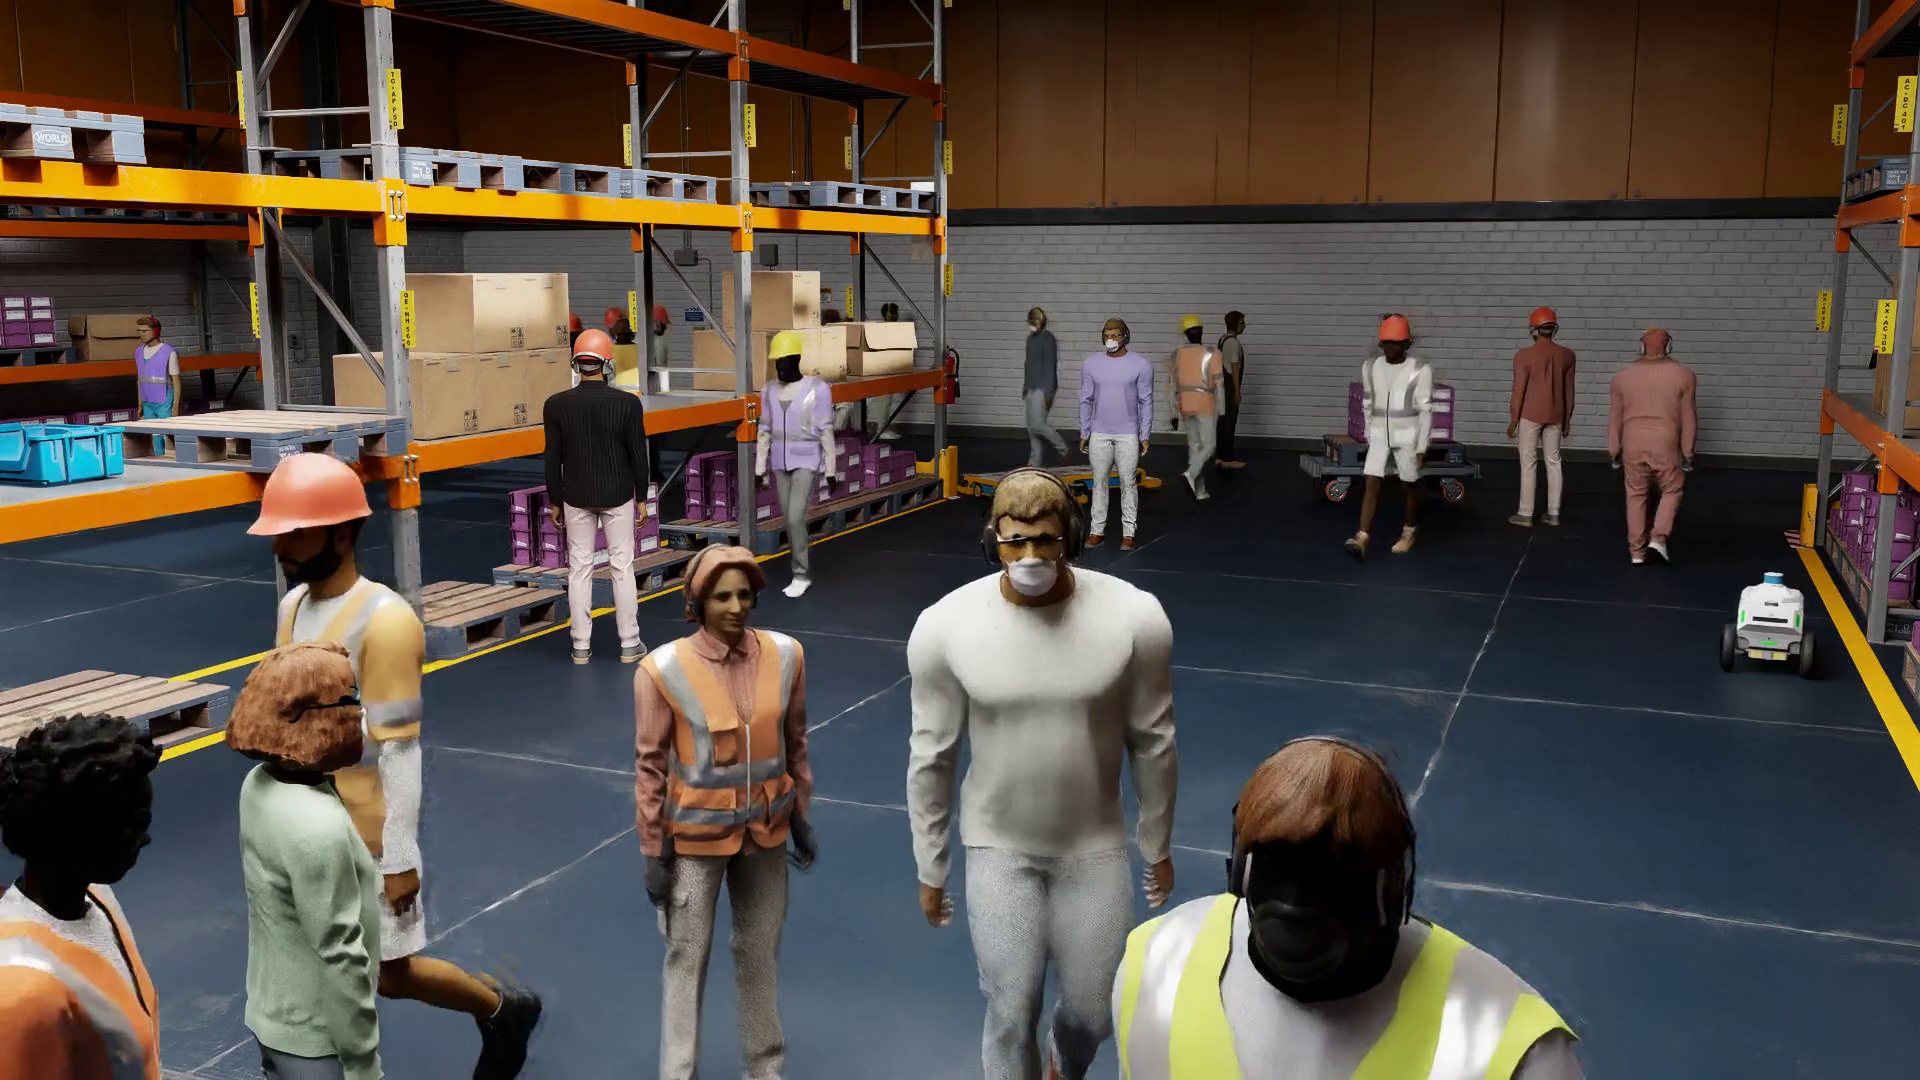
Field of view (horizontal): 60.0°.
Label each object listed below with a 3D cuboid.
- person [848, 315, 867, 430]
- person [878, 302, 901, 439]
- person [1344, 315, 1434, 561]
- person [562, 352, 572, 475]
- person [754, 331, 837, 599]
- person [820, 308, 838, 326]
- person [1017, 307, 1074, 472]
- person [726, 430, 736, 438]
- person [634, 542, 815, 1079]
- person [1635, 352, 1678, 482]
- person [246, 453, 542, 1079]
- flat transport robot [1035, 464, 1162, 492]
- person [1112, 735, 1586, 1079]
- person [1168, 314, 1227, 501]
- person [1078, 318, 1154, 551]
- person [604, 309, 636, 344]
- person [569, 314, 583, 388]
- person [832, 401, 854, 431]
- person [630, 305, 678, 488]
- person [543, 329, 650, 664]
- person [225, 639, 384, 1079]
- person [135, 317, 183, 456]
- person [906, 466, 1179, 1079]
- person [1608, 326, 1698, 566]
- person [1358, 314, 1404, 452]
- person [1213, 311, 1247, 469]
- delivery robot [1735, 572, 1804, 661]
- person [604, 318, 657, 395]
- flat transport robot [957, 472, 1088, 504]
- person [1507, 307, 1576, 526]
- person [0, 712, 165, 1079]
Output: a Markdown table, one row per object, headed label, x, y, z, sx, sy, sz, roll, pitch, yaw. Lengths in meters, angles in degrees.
| label | x | y | z | sx | sy | sz | roll | pitch | yaw |
| --- | --- | --- | --- | --- | --- | --- | --- | --- | --- |
| person | -1.289 | -1.686 | 19.053 | 0.578 | 1.849 | 0.556 | -7 | 11 | -35 |
| person | -0.984 | -2.318 | 22.821 | 0.309 | 1.864 | 0.533 | -1 | 9 | -9 |
| person | 3.476 | -0.806 | 13.335 | 0.628 | 1.964 | 1.155 | 7 | 12 | 36 |
| person | -3.573 | -0.973 | 15.358 | 0.523 | 1.636 | 0.310 | 5 | 11 | 30 |
| person | -1.222 | -0.526 | 11.843 | 0.615 | 1.899 | 0.629 | 5 | 11 | 30 |
| person | -1.548 | -1.928 | 20.497 | 0.579 | 1.858 | 0.866 | 4 | 10 | 25 |
| person | 0.964 | -1.683 | 18.841 | 0.543 | 1.914 | 0.760 | -2 | 10 | -13 |
| person | -3.058 | -2.323 | 22.922 | 0.429 | 1.844 | 0.627 | 0 | 9 | 2 |
| person | -0.634 | 0.816 | 4.515 | 0.522 | 1.637 | 0.309 | -7 | 11 | -35 |
| person | 7.266 | -1.373 | 17.491 | 0.490 | 1.728 | 0.608 | 2 | 10 | 10 |
| person | -1.526 | 0.709 | 4.356 | 0.552 | 1.913 | 0.821 | 7 | 12 | 36 |
| flat transport robot | 1.357 | -0.648 | 17.519 | 1.431 | 0.197 | 0.652 | -6 | 11 | -30 |
| person | 0.405 | 1.138 | 2.056 | 0.630 | 1.805 | 0.907 | 5 | 11 | 27 |
| person | 2.331 | -1.304 | 16.584 | 0.628 | 1.892 | 0.626 | 6 | 11 | 33 |
| person | 1.289 | -0.876 | 13.855 | 0.635 | 1.938 | 0.359 | 3 | 10 | 19 |
| person | -4.072 | -1.828 | 19.881 | 0.578 | 1.848 | 1.066 | 4 | 10 | 21 |
| person | -3.512 | -1.106 | 15.327 | 0.578 | 1.934 | 0.500 | 7 | 12 | 36 |
| person | -1.372 | -1.420 | 18.142 | 0.787 | 1.606 | 0.552 | -7 | 11 | -35 |
| person | -3.316 | -1.475 | 17.441 | 0.743 | 1.966 | 0.629 | -9 | 13 | -44 |
| person | -2.148 | -0.249 | 9.892 | 0.608 | 1.995 | 0.377 | -1 | 9 | -5 |
| person | -1.296 | 1.004 | 3.393 | 0.280 | 1.633 | 0.500 | -7 | 12 | -38 |
| person | -8.341 | -1.405 | 17.353 | 0.572 | 1.840 | 0.374 | 4 | 10 | 24 |
| person | 0.200 | 0.745 | 4.106 | 0.664 | 1.915 | 0.598 | 0 | 9 | 1 |
| person | 5.421 | -0.723 | 13.043 | 0.678 | 1.894 | 0.418 | 7 | 12 | 36 |
| person | 4.926 | -1.658 | 18.996 | 0.975 | 1.811 | 0.506 | 8 | 12 | 40 |
| person | 3.167 | -1.758 | 19.486 | 0.326 | 1.843 | 0.517 | -2 | 10 | -11 |
| delivery robot | 4.787 | 0.435 | 9.815 | 0.477 | 0.478 | 0.707 | 5 | 10 | 26 |
| person | -3.361 | -1.304 | 16.749 | 0.624 | 1.844 | 0.430 | -4 | 10 | -22 |
| flat transport robot | 0.611 | -0.523 | 16.762 | 0.652 | 0.197 | 1.431 | -6 | 11 | -30 |
| person | 5.284 | -1.118 | 15.163 | 0.622 | 1.990 | 0.402 | -2 | 10 | -10 |
| person | -1.413 | 1.100 | 2.671 | 0.359 | 1.673 | 0.538 | -4 | 10 | -25 |
